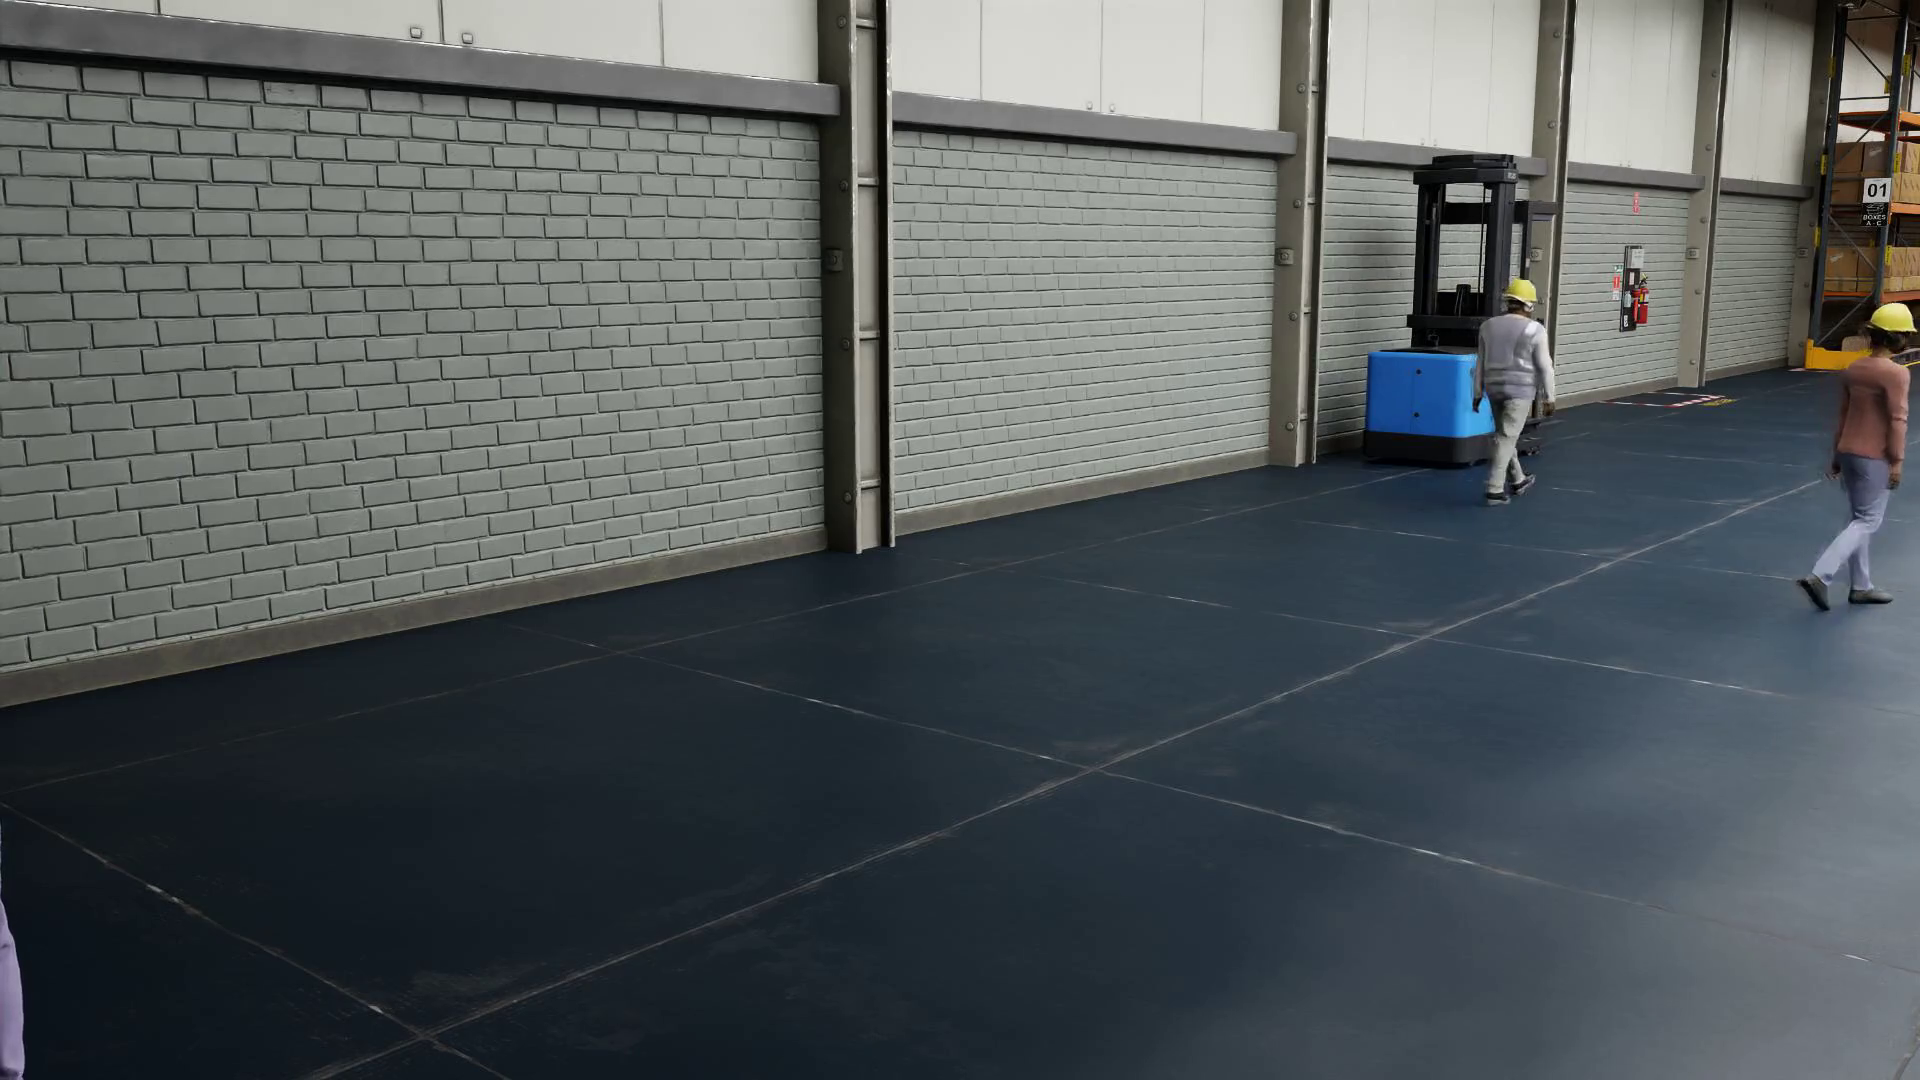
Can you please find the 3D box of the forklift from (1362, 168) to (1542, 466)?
[{"bbox_3d":[4.875,-2.212,16.287,1.129,2.768,1.873,8,13,40],"label":"forklift"}]

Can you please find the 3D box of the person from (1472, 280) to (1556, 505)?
[{"bbox_3d":[4.554,-1.199,13.483,0.881,1.790,0.628,-7,12,-36],"label":"person"}]

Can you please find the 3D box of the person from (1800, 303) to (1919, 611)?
[{"bbox_3d":[5.124,-0.476,9.519,0.707,1.744,0.536,-1,10,-5],"label":"person"}]

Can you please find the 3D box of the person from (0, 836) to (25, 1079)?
[{"bbox_3d":[-2.240,0.505,3.465,0.405,1.911,0.636,-2,10,-10],"label":"person"}]
